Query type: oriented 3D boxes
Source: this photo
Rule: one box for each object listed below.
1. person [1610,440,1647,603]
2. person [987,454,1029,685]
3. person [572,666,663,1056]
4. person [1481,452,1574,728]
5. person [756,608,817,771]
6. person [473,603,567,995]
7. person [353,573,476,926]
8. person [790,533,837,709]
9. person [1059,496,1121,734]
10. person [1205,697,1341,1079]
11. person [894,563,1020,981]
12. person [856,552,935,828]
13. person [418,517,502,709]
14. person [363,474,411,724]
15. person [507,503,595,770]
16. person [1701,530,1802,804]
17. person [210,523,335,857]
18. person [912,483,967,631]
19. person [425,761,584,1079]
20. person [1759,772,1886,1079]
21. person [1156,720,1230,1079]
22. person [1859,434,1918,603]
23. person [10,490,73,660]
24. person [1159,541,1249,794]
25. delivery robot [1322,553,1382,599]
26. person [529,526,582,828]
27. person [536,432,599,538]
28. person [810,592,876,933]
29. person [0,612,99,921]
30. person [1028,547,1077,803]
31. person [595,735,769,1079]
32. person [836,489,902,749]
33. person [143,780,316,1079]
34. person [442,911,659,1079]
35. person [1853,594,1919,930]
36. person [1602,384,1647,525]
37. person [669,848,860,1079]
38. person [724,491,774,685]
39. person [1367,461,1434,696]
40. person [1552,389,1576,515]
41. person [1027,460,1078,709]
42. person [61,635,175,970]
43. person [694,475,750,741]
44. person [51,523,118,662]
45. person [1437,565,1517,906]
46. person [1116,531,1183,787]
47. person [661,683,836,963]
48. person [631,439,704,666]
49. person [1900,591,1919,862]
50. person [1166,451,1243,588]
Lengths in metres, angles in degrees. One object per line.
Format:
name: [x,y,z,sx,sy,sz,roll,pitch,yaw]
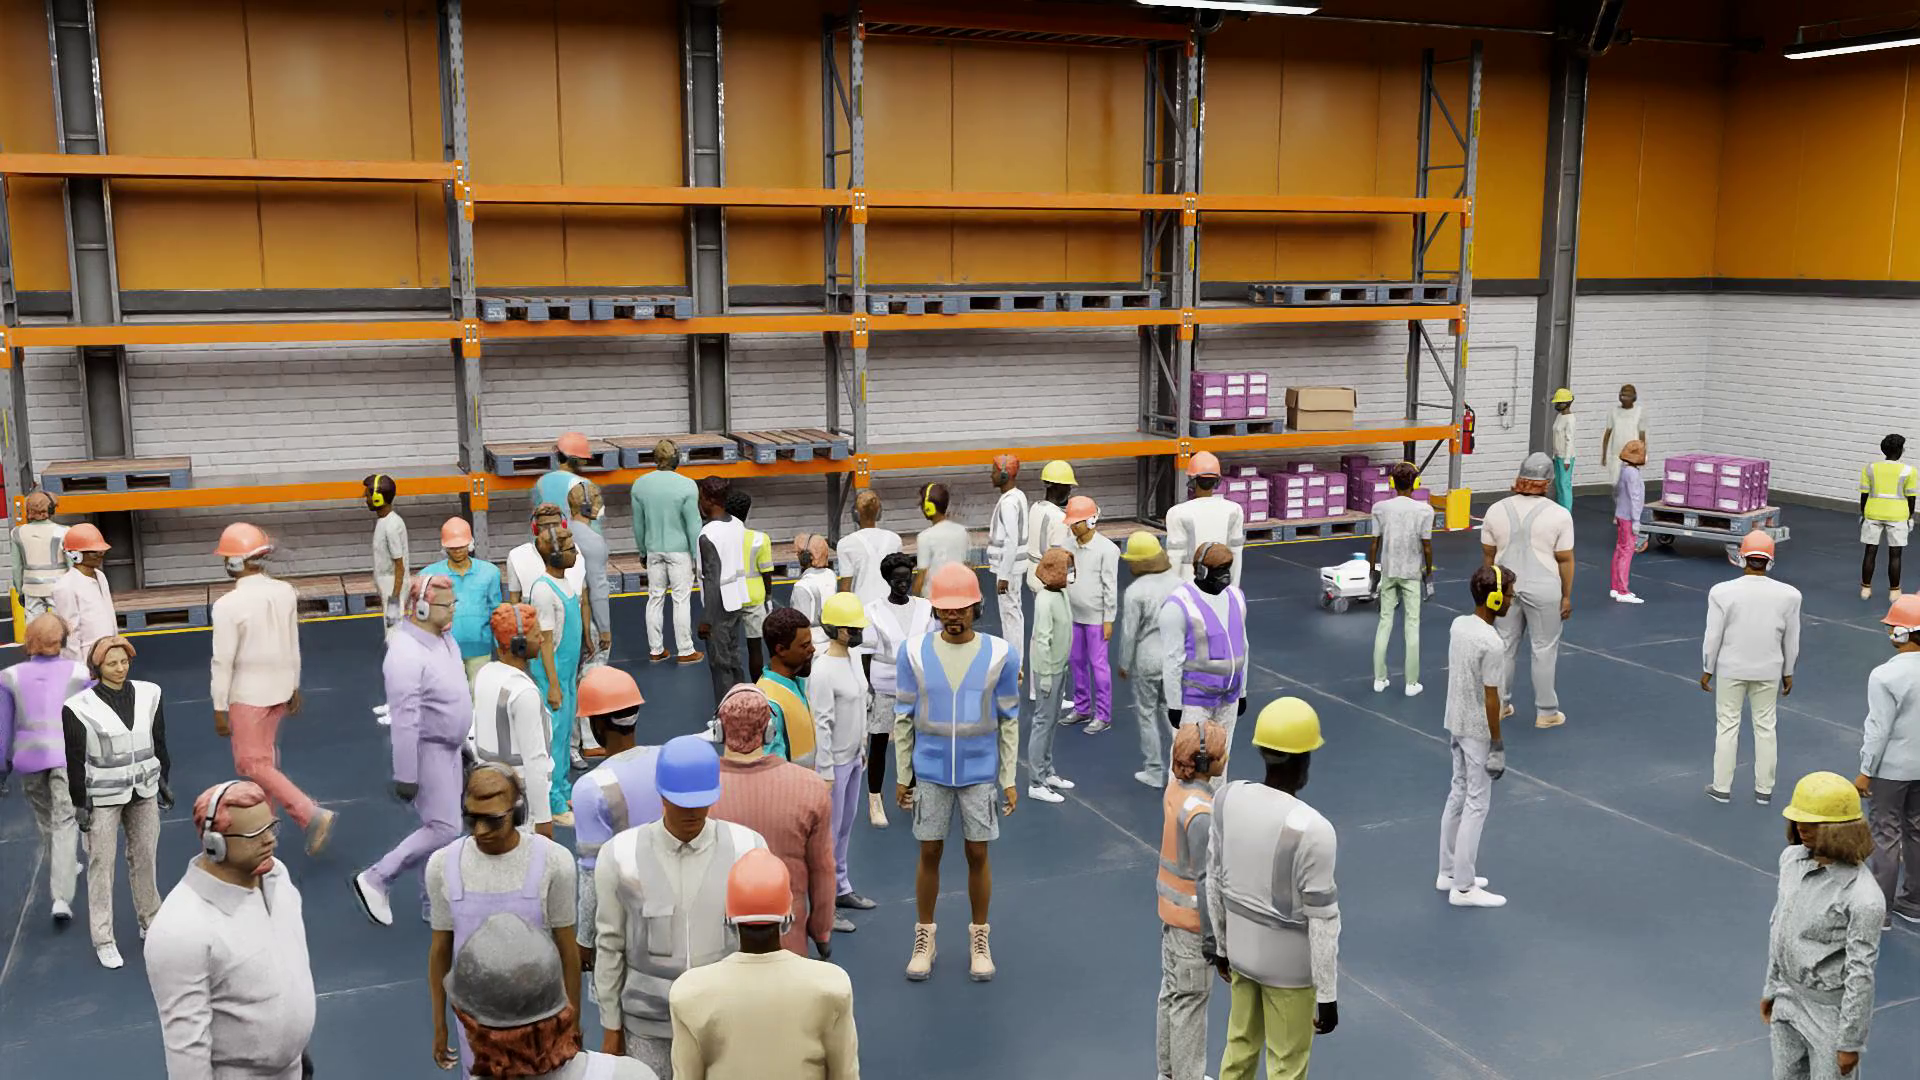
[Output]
person: [6.731,-0.193,16.701,0.284,1.633,0.497,1,10,8]
person: [0.385,0.236,13.501,0.342,1.882,0.587,1,10,7]
person: [-1.315,1.435,6.476,0.365,1.928,0.544,5,11,29]
person: [4.247,0.357,12.356,0.672,2.000,0.536,9,13,41]
person: [-0.806,1.247,7.581,0.392,1.920,0.592,0,10,-1]
person: [-2.078,1.224,7.823,0.338,1.878,0.583,-8,13,-38]
person: [-2.777,1.097,8.561,0.550,1.886,0.645,0,10,-3]
person: [-0.977,0.762,11.179,0.308,1.641,0.514,3,10,19]
person: [0.913,0.537,12.202,0.354,1.737,0.573,-8,13,-40]
person: [1.152,1.510,6.036,0.373,1.925,0.595,-7,12,-34]
person: [-0.018,1.113,7.992,0.605,2.045,0.377,0,10,3]
person: [-0.378,0.906,10.187,0.535,1.697,0.318,-5,11,-27]
person: [-3.335,0.708,11.159,0.573,1.748,0.342,-4,11,-23]
person: [-4.261,0.434,12.419,0.311,1.865,0.533,-4,11,-23]
person: [-2.752,0.654,11.202,0.563,1.847,0.388,-6,11,-29]
person: [5.017,0.806,10.597,0.572,1.748,0.342,2,10,11]
person: [-3.981,0.877,9.565,0.812,1.975,0.630,3,10,18]
person: [-0.153,0.506,12.052,0.424,1.850,0.530,7,12,37]
person: [-1.536,1.624,5.652,0.511,1.838,0.351,0,10,-1]
person: [2.983,1.645,5.821,0.330,1.734,0.483,-1,10,-7]
person: [0.950,1.531,6.743,0.309,1.641,0.513,-1,10,-6]
person: [9.296,-0.222,16.682,0.530,1.696,0.321,10,14,44]
person: [-7.178,0.428,13.102,0.517,1.639,0.313,0,10,-1]
person: [1.453,0.910,9.770,0.627,1.836,0.429,-7,12,-35]
delivery robot: [3.908,0.370,16.290,0.707,0.478,0.477,-3,10,-18]
person: [-2.446,0.830,10.188,0.335,1.846,0.513,0,10,-2]
person: [-3.295,0.100,13.962,0.630,2.008,0.499,7,12,35]
person: [-0.603,1.135,8.663,0.318,1.767,0.534,3,10,17]
person: [-4.833,1.187,8.849,0.526,1.591,0.889,-2,10,-14]
person: [0.599,0.849,10.691,0.269,1.632,0.505,3,10,17]
person: [-0.911,1.583,5.589,0.608,1.940,0.415,-2,10,-13]
person: [-0.650,0.556,11.770,0.519,1.844,0.331,-6,12,-31]
person: [-2.203,1.669,5.182,0.399,1.909,0.642,1,10,6]
person: [-1.020,1.830,3.868,0.689,2.000,0.537,-7,12,-36]
person: [4.868,1.147,8.633,0.563,1.751,0.330,-4,11,-23]
person: [8.619,-1.123,21.552,0.515,1.827,0.651,7,12,33]
person: [-0.577,1.775,5.002,0.561,1.756,0.318,-1,10,-6]
person: [-1.686,0.469,12.699,0.541,1.695,0.315,0,10,-2]
person: [3.501,0.303,13.200,0.517,1.860,0.324,6,11,30]
person: [7.726,-1.064,21.365,0.338,1.761,0.524,0,10,2]
person: [0.715,0.343,12.799,0.395,1.918,0.586,-3,10,-17]
person: [-4.153,1.272,8.237,0.309,1.641,0.514,6,12,32]
person: [-1.716,0.489,11.949,0.383,1.918,0.597,2,10,11]
person: [-5.664,0.757,10.875,0.327,1.752,0.561,-1,10,-4]
person: [2.783,1.047,8.927,0.346,1.857,0.523,-1,10,-8]
person: [1.269,0.788,10.843,0.543,1.706,0.425,-7,12,-34]
person: [-0.797,1.477,6.289,0.655,1.906,0.407,-2,10,-14]
person: [-2.462,0.107,14.089,0.631,1.939,0.370,3,10,17]
person: [5.593,0.909,9.346,0.411,1.987,0.614,-2,10,-10]
person: [1.787,0.360,12.330,0.609,2.044,0.394,-3,10,-15]
